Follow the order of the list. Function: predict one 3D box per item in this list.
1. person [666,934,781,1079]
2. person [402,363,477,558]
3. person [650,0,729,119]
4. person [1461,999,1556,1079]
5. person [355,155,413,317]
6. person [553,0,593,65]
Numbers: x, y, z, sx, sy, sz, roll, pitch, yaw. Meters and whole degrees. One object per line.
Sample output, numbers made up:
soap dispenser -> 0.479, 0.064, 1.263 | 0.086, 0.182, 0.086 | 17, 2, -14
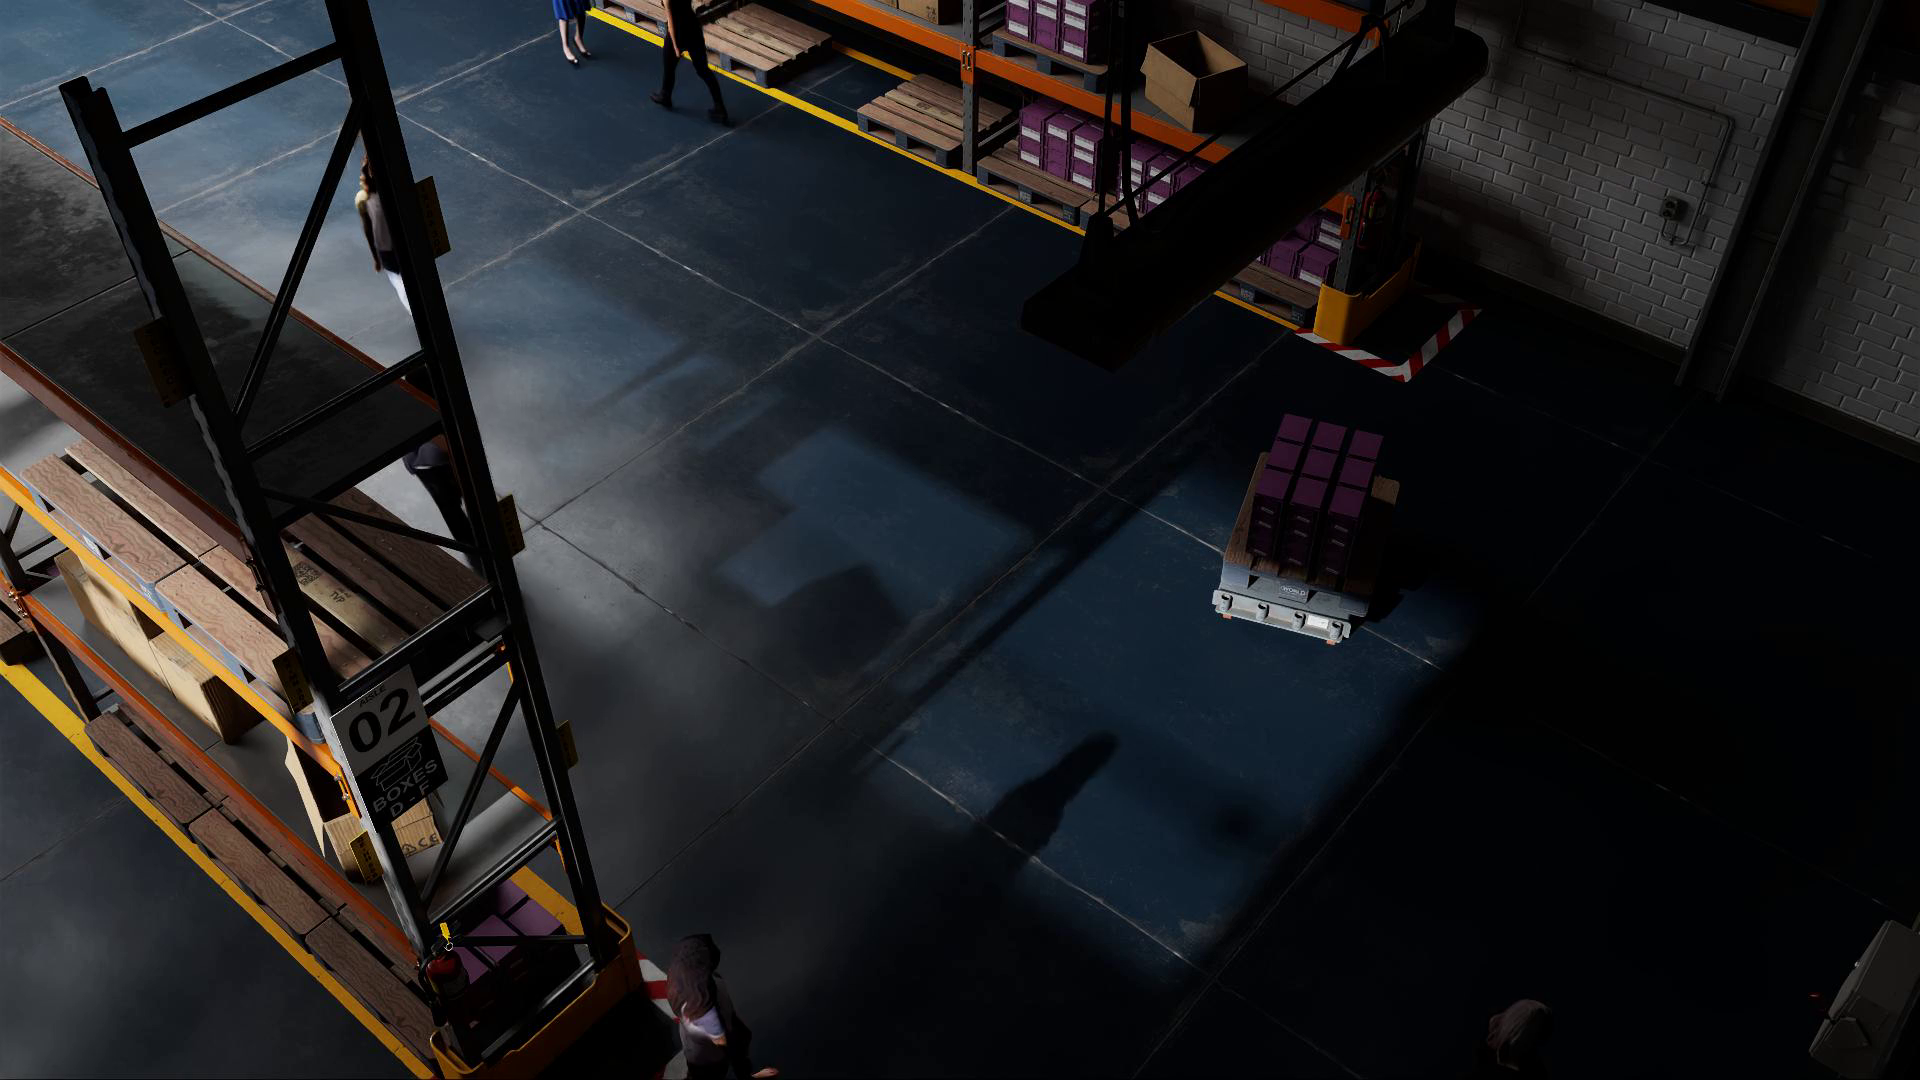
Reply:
person -> -1.343, 2.532, 8.353 | 0.826, 1.685, 0.825 | -19, 47, -19
person -> -3.635, -0.559, 11.688 | 0.821, 1.562, 1.103 | -27, 50, -25
person -> -2.598, -4.835, 16.114 | 1.148, 1.647, 0.651 | 25, 49, 24
person -> 2.590, 2.755, 8.075 | 0.759, 1.747, 0.686 | -7, 44, -7
person -> -4.594, -2.412, 13.522 | 0.743, 1.714, 0.771 | -18, 46, -18
person -> -4.007, -5.702, 16.904 | 0.611, 1.814, 0.615 | 27, 50, 25
